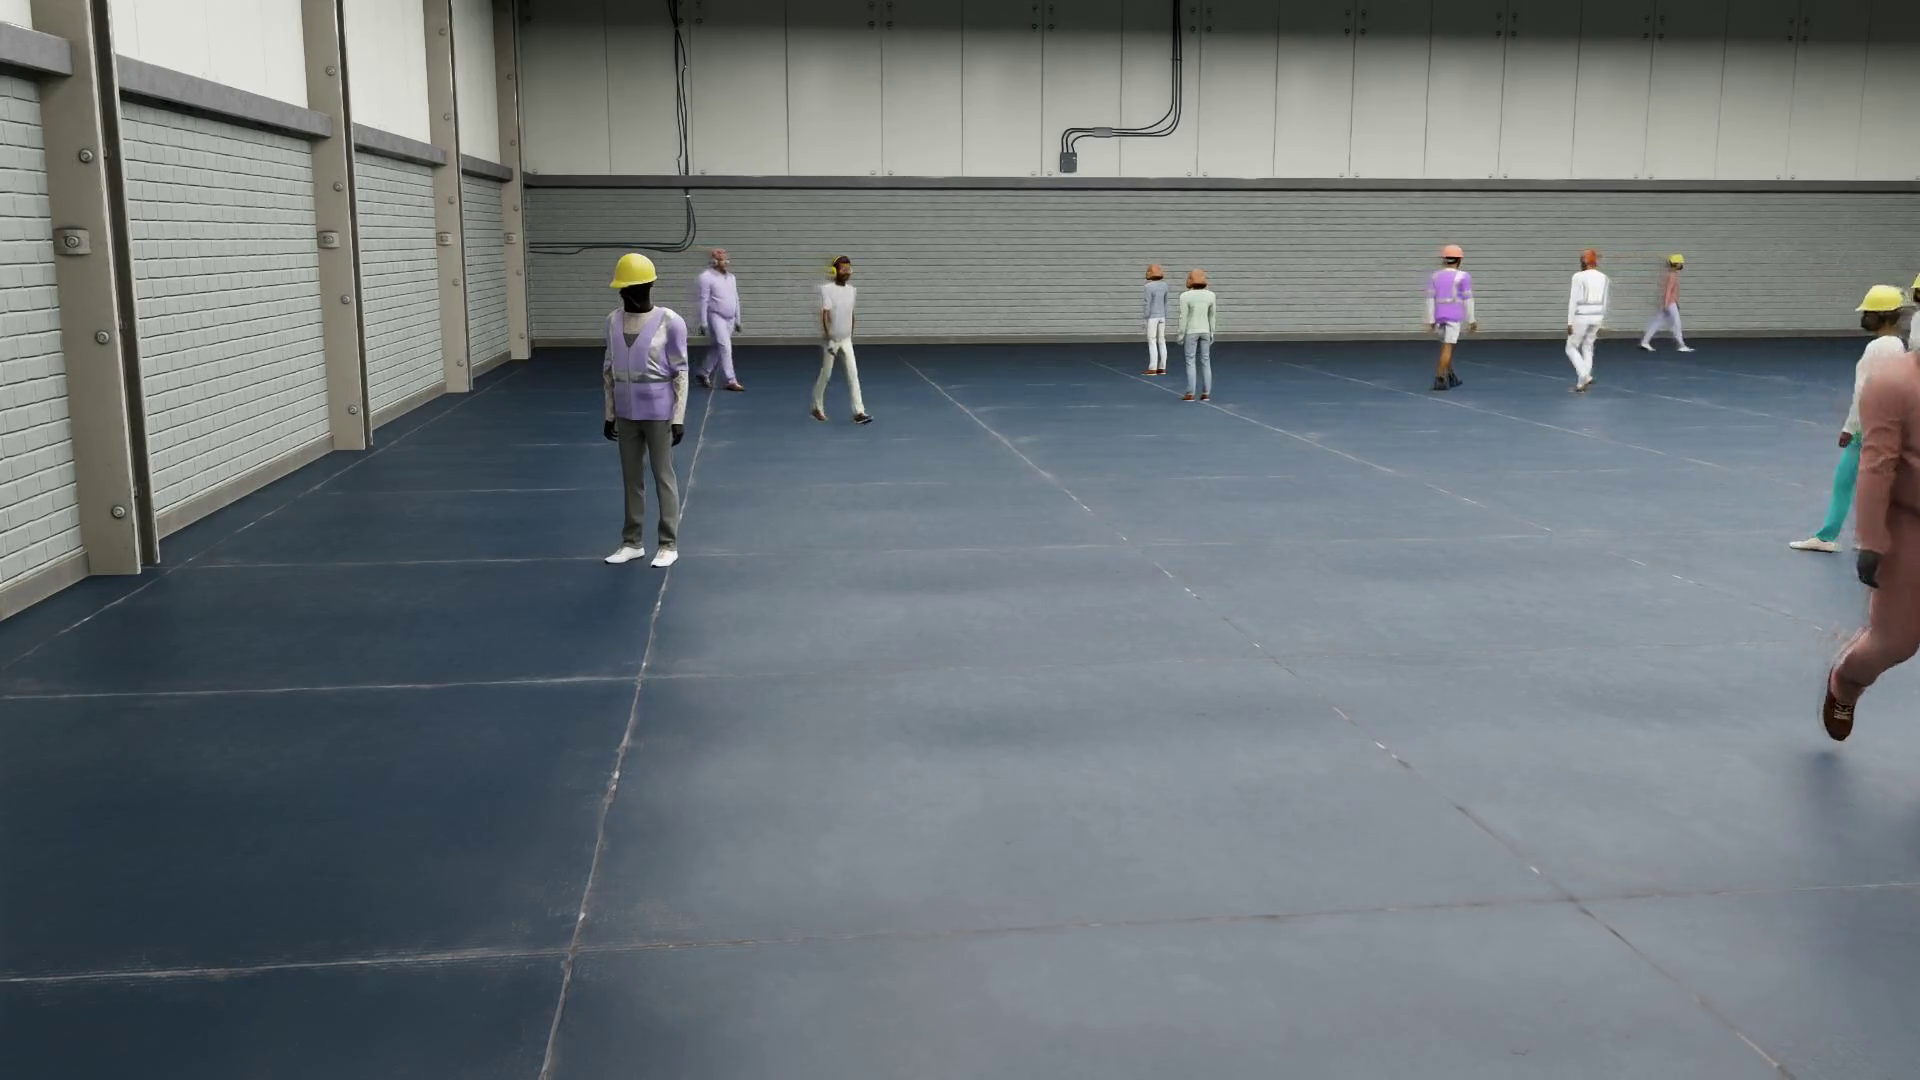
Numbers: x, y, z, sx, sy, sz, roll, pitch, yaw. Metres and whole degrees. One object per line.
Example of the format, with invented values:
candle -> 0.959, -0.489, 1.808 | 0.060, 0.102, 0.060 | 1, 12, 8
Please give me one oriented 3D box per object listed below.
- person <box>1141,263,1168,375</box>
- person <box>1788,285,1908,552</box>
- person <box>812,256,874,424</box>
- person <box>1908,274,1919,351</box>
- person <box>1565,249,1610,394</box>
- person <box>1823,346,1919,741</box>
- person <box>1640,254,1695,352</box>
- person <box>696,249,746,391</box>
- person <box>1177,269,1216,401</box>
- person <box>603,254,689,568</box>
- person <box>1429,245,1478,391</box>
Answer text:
person -> 2.861, -3.240, 24.453 | 0.507, 1.632, 0.267 | -10, 14, -42
person -> 5.771, -0.724, 10.394 | 0.889, 1.730, 0.523 | 7, 13, 35
person -> -1.319, -2.169, 18.095 | 0.535, 1.820, 1.004 | -8, 13, -37
person -> 9.038, -1.644, 15.506 | 0.866, 1.706, 0.498 | 0, 10, -1
person -> 8.065, -2.799, 21.397 | 0.618, 1.866, 0.455 | -4, 11, -19
person -> 3.585, -0.024, 6.132 | 0.650, 1.883, 0.749 | 0, 10, 2
person -> 12.519, -4.186, 29.389 | 0.898, 1.725, 0.550 | 4, 11, 23
person -> -3.212, -2.924, 22.074 | 0.927, 1.875, 0.652 | 7, 12, 32
person -> 2.920, -2.527, 20.544 | 0.507, 1.631, 0.268 | -4, 11, -22
person -> -1.945, -0.786, 10.212 | 0.585, 1.920, 0.382 | 5, 11, 24
person -> 6.570, -2.941, 22.067 | 0.897, 1.895, 0.563 | -8, 13, -37
